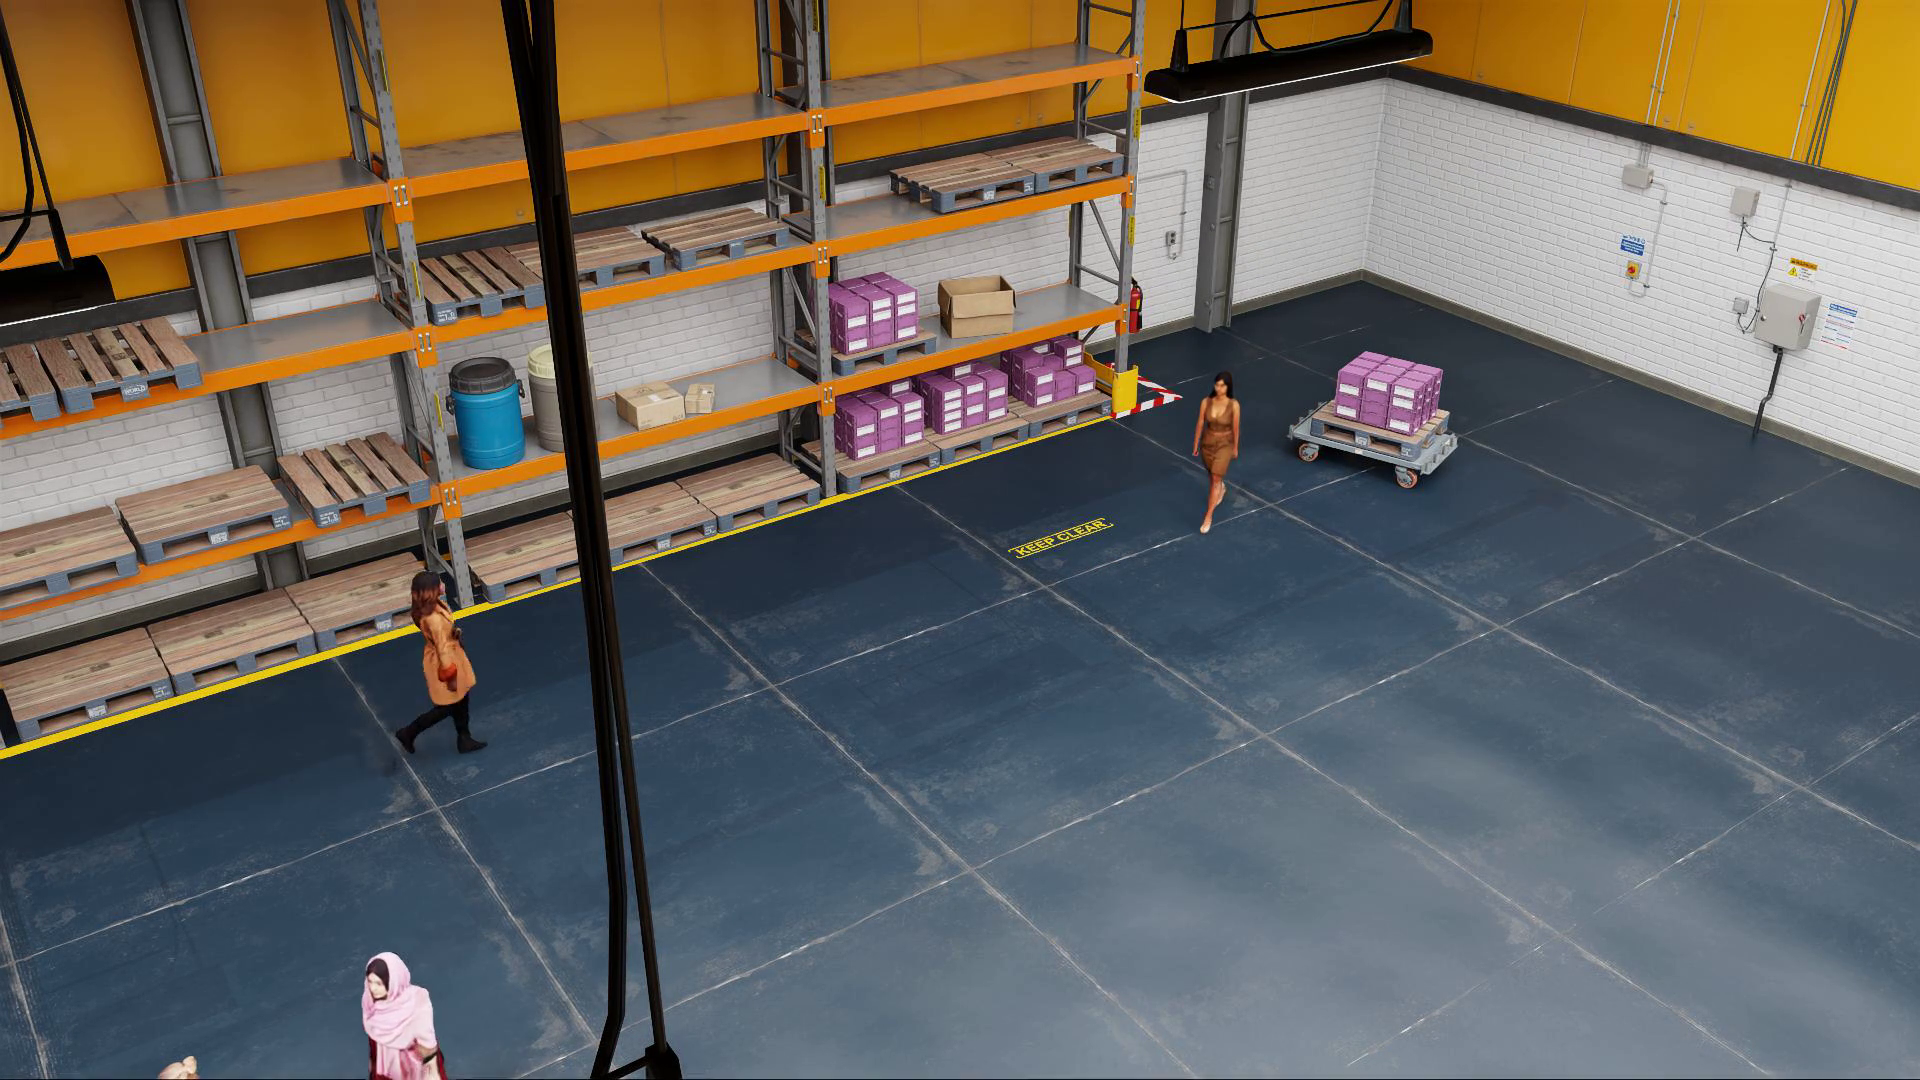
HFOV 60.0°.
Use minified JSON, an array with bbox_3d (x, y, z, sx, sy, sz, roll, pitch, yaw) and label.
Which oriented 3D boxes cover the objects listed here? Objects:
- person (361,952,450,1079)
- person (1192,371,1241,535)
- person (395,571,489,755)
[{"bbox_3d":[-3.172,3.005,9.671,1.018,1.605,1.120,8,30,14],"label":"person"},{"bbox_3d":[2.626,-0.952,16.870,0.925,1.657,1.145,13,31,23],"label":"person"},{"bbox_3d":[-4.179,1.036,13.178,1.018,1.704,0.866,-8,30,-15],"label":"person"}]
